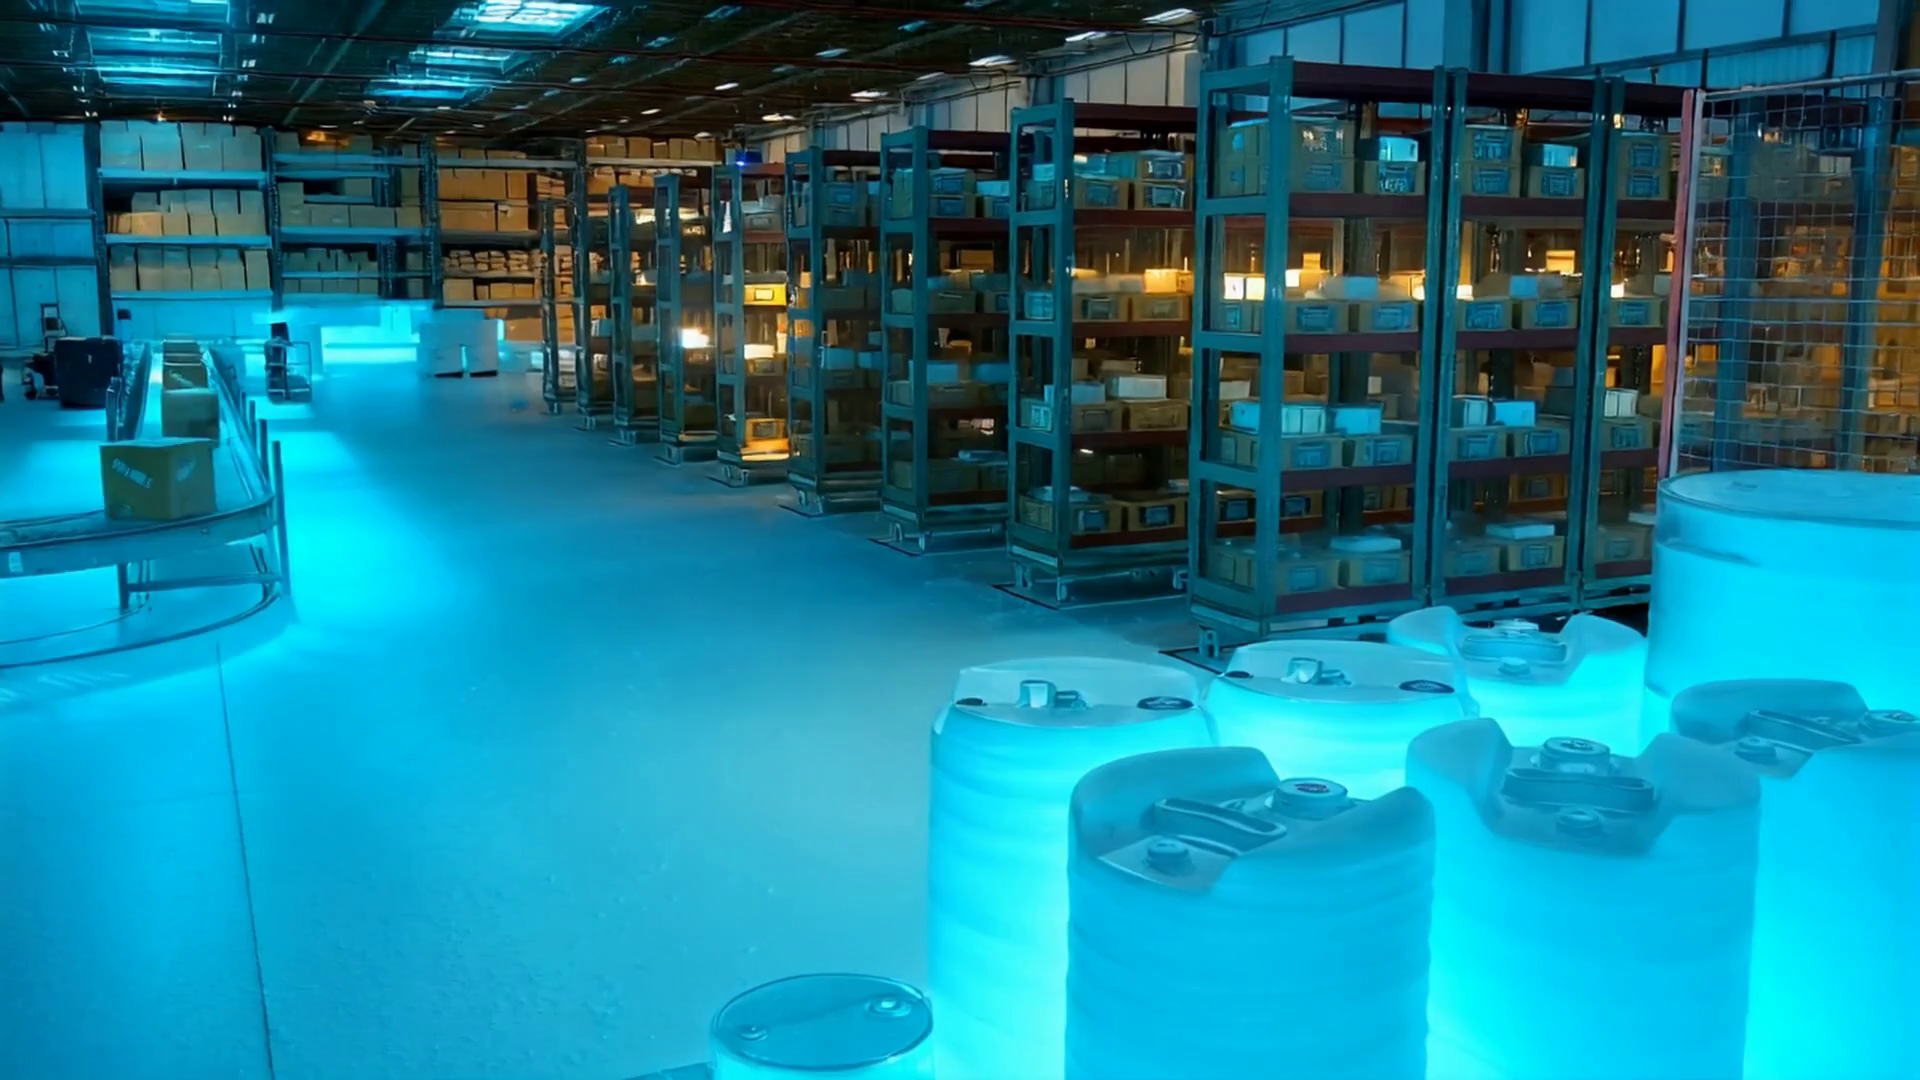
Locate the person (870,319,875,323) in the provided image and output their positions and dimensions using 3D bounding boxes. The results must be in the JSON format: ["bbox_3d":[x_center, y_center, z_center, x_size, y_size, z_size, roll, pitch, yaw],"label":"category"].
[{"bbox_3d":[-2.815,-6.758,51.620,0.482,1.715,0.789,-4,10,-23],"label":"person"}]

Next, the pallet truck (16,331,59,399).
[{"bbox_3d":[-17.082,-3.353,31.781,1.630,1.274,0.653,-4,10,-25],"label":"pallet truck"}]

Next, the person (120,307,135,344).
[{"bbox_3d":[-18.417,-4.329,36.807,0.497,1.633,0.289,8,12,40],"label":"person"}]

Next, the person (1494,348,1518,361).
[{"bbox_3d":[5.300,-1.114,16.198,0.571,1.843,0.373,-7,12,-38],"label":"person"}]

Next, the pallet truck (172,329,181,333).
[{"bbox_3d":[-17.275,-3.851,35.096,1.601,1.201,0.680,0,9,1],"label":"pallet truck"}]

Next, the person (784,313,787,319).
[{"bbox_3d":[-3.248,-3.800,32.677,0.403,1.906,0.651,0,9,-2],"label":"person"}]
